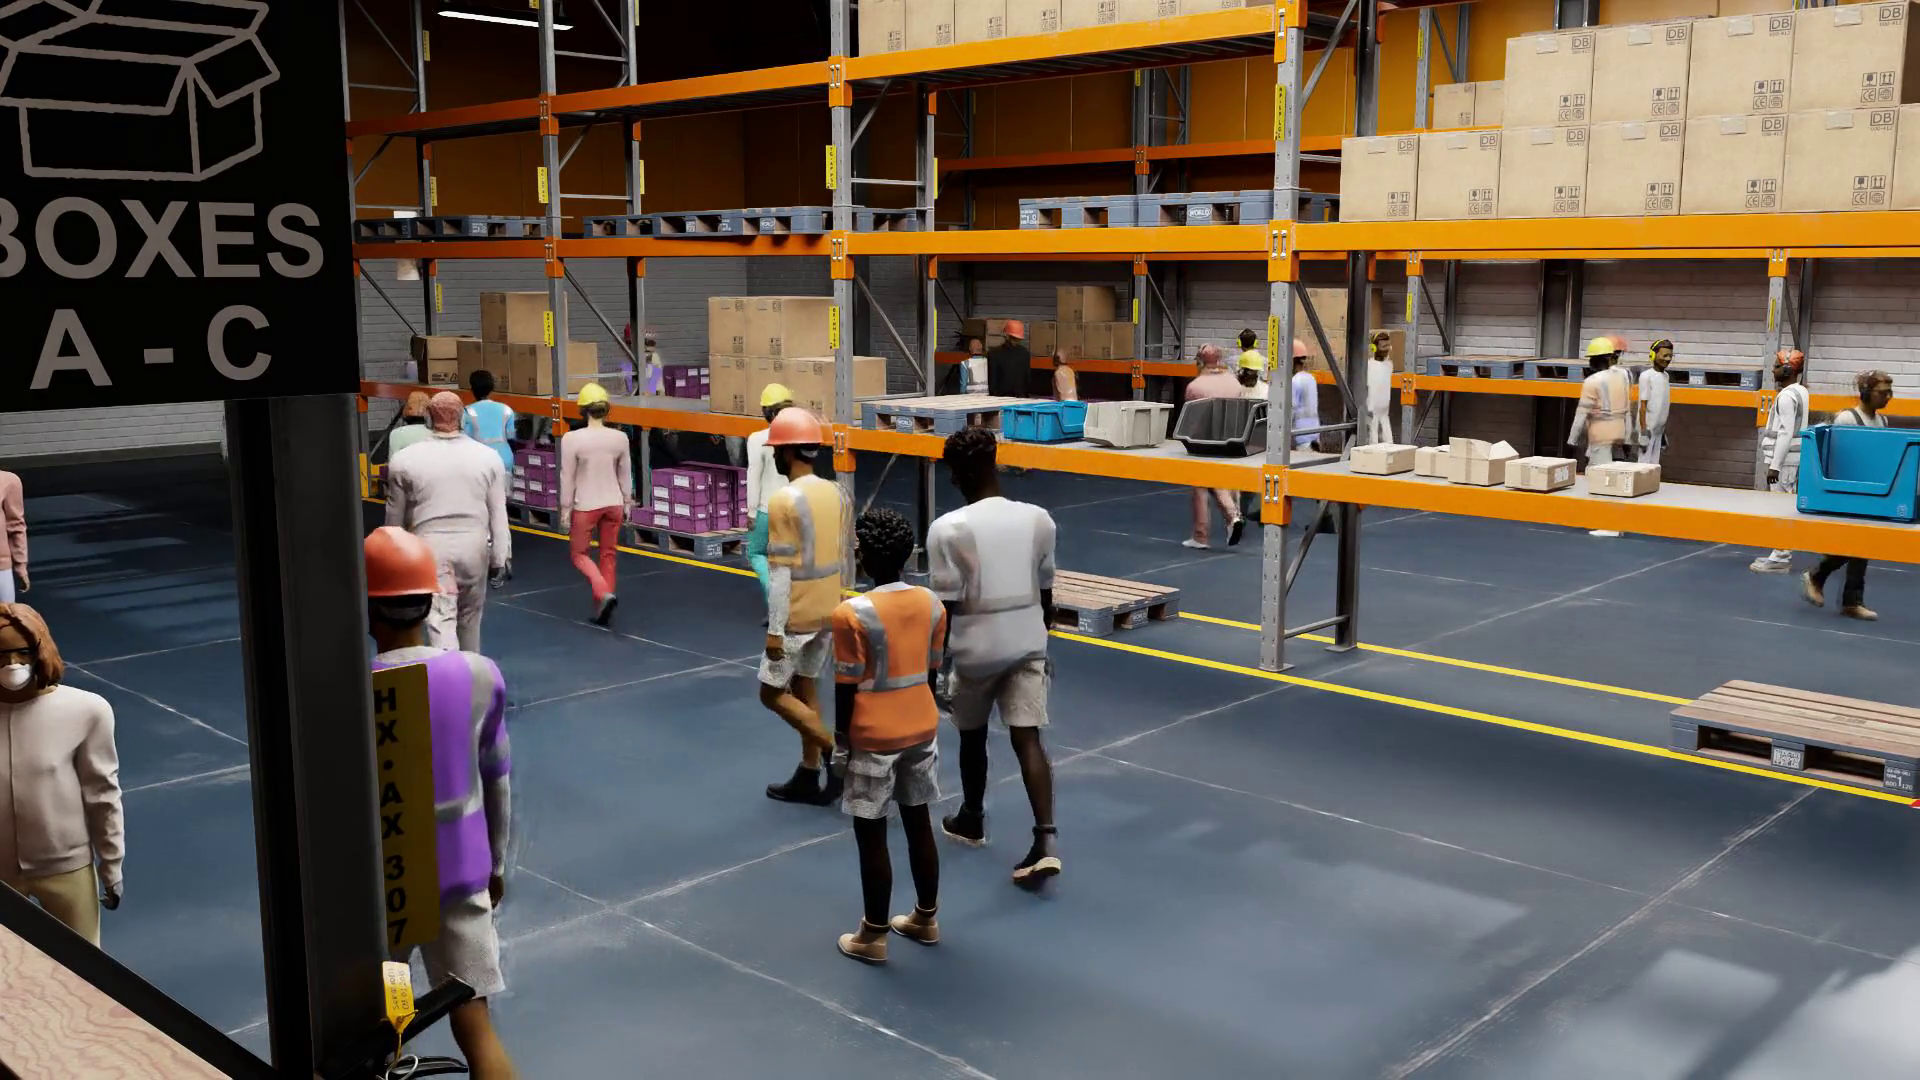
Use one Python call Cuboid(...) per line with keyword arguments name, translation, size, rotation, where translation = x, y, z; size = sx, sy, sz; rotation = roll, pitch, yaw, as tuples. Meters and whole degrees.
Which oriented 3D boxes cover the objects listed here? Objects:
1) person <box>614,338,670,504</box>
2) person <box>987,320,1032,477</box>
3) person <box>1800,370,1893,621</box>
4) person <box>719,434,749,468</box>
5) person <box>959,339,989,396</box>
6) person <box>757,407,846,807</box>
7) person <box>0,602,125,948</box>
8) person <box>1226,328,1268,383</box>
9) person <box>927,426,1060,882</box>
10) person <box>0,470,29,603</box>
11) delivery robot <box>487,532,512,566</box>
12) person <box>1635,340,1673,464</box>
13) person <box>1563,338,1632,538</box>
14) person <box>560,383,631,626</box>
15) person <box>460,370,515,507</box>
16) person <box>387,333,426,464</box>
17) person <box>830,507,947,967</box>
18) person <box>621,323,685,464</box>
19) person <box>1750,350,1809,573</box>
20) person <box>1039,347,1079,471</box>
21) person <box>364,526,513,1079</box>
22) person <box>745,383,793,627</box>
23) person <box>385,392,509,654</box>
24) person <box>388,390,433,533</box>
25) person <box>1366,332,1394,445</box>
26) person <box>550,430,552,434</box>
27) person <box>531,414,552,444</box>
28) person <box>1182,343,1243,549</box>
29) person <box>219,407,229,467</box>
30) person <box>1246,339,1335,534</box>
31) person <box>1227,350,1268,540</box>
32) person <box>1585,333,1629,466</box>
Cuboid(name="person", translation=(-3.431, -1.292, 18.166), size=(0.877, 1.800, 0.561), rotation=(6, 11, 34))
Cuboid(name="person", translation=(0.632, -1.755, 20.618), size=(0.620, 1.923, 1.012), rotation=(-3, 10, -19))
Cuboid(name="person", translation=(6.530, -0.332, 12.163), size=(0.522, 1.834, 0.475), rotation=(-4, 10, -25))
Cuboid(name="person", translation=(-2.196, -1.182, 17.069), size=(0.627, 1.940, 0.372), rotation=(3, 10, 15))
Cuboid(name="person", translation=(0.222, -1.841, 22.035), size=(0.512, 1.638, 0.312), rotation=(-4, 10, -24))
Cuboid(name="person", translation=(-0.704, 0.339, 7.811), size=(0.511, 1.917, 0.559), rotation=(4, 10, 24))
Cuboid(name="person", translation=(-2.686, 0.974, 4.818), size=(0.493, 1.625, 0.281), rotation=(-4, 10, -23))
Cuboid(name="person", translation=(3.350, -1.538, 19.482), size=(0.534, 1.864, 0.310), rotation=(0, 9, 2))
Cuboid(name="person", translation=(0.168, 0.476, 7.052), size=(0.625, 1.913, 0.965), rotation=(-4, 10, -23))
Cuboid(name="person", translation=(-5.482, 0.180, 9.273), size=(0.523, 1.761, 0.328), rotation=(-6, 11, -31))
Cuboid(name="delivery robot", translation=(-4.004, -0.008, 13.820), size=(0.477, 0.478, 0.707), rotation=(-7, 11, -35))
Cuboid(name="person", translation=(6.903, -1.055, 16.533), size=(0.521, 1.864, 0.335), rotation=(-8, 12, -42))
Cuboid(name="person", translation=(6.097, -0.982, 15.979), size=(0.609, 1.892, 0.782), rotation=(-7, 12, -38))
Cuboid(name="person", translation=(-2.557, -0.231, 11.784), size=(0.545, 1.751, 0.486), rotation=(-7, 12, -37))
Cuboid(name="person", translation=(-4.115, -0.646, 14.554), size=(0.545, 1.678, 0.415), rotation=(-7, 12, -38))
Cuboid(name="person", translation=(-6.507, -1.575, 19.925), size=(0.950, 1.801, 0.634), rotation=(-3, 10, -17))
Cuboid(name="person", translation=(-0.263, 0.721, 6.170), size=(0.321, 1.689, 0.530), rotation=(8, 12, 41))
Cuboid(name="person", translation=(-3.550, -1.523, 19.126), size=(0.894, 1.956, 0.632), rotation=(5, 11, 28))
Cuboid(name="person", translation=(6.946, -0.660, 14.046), size=(0.356, 1.882, 0.574), rotation=(6, 11, 34))
Cuboid(name="person", translation=(1.430, -1.627, 20.902), size=(0.840, 1.592, 0.521), rotation=(5, 11, 30))
Cuboid(name="person", translation=(-1.439, 0.904, 4.471), size=(0.563, 1.886, 1.005), rotation=(-7, 12, -39))
Cuboid(name="person", translation=(-1.296, -0.227, 11.762), size=(0.554, 1.750, 0.370), rotation=(-7, 12, -38))
Cuboid(name="person", translation=(-2.951, 0.079, 9.578), size=(0.656, 1.854, 0.987), rotation=(-4, 10, -24))
Cuboid(name="person", translation=(-4.230, -0.373, 13.133), size=(0.504, 1.610, 0.735), rotation=(-6, 11, -32))
Cuboid(name="person", translation=(4.696, -1.424, 18.827), size=(0.506, 1.853, 0.466), rotation=(-5, 11, -28))
Cuboid(name="person", translation=(-6.344, -2.601, 25.870), size=(0.403, 1.906, 0.651), rotation=(-1, 9, -5))
Cuboid(name="person", translation=(-5.939, -2.150, 23.661), size=(0.418, 1.730, 0.501), rotation=(-7, 12, -38))
Cuboid(name="person", translation=(2.291, -0.837, 15.101), size=(0.662, 1.890, 0.513), rotation=(-6, 11, -33))
Cuboid(name="person", translation=(-6.791, -0.823, 15.822), size=(0.629, 1.617, 0.535), rotation=(6, 11, 34))
Cuboid(name="person", translation=(3.240, -1.007, 16.198), size=(0.995, 1.874, 0.561), rotation=(5, 10, 27))
Cuboid(name="person", translation=(2.681, -0.917, 15.860), size=(0.624, 1.805, 0.546), rotation=(-2, 9, -10))
Cuboid(name="person", translation=(6.731, -1.154, 17.015), size=(0.884, 1.915, 0.558), rotation=(8, 12, 40))
